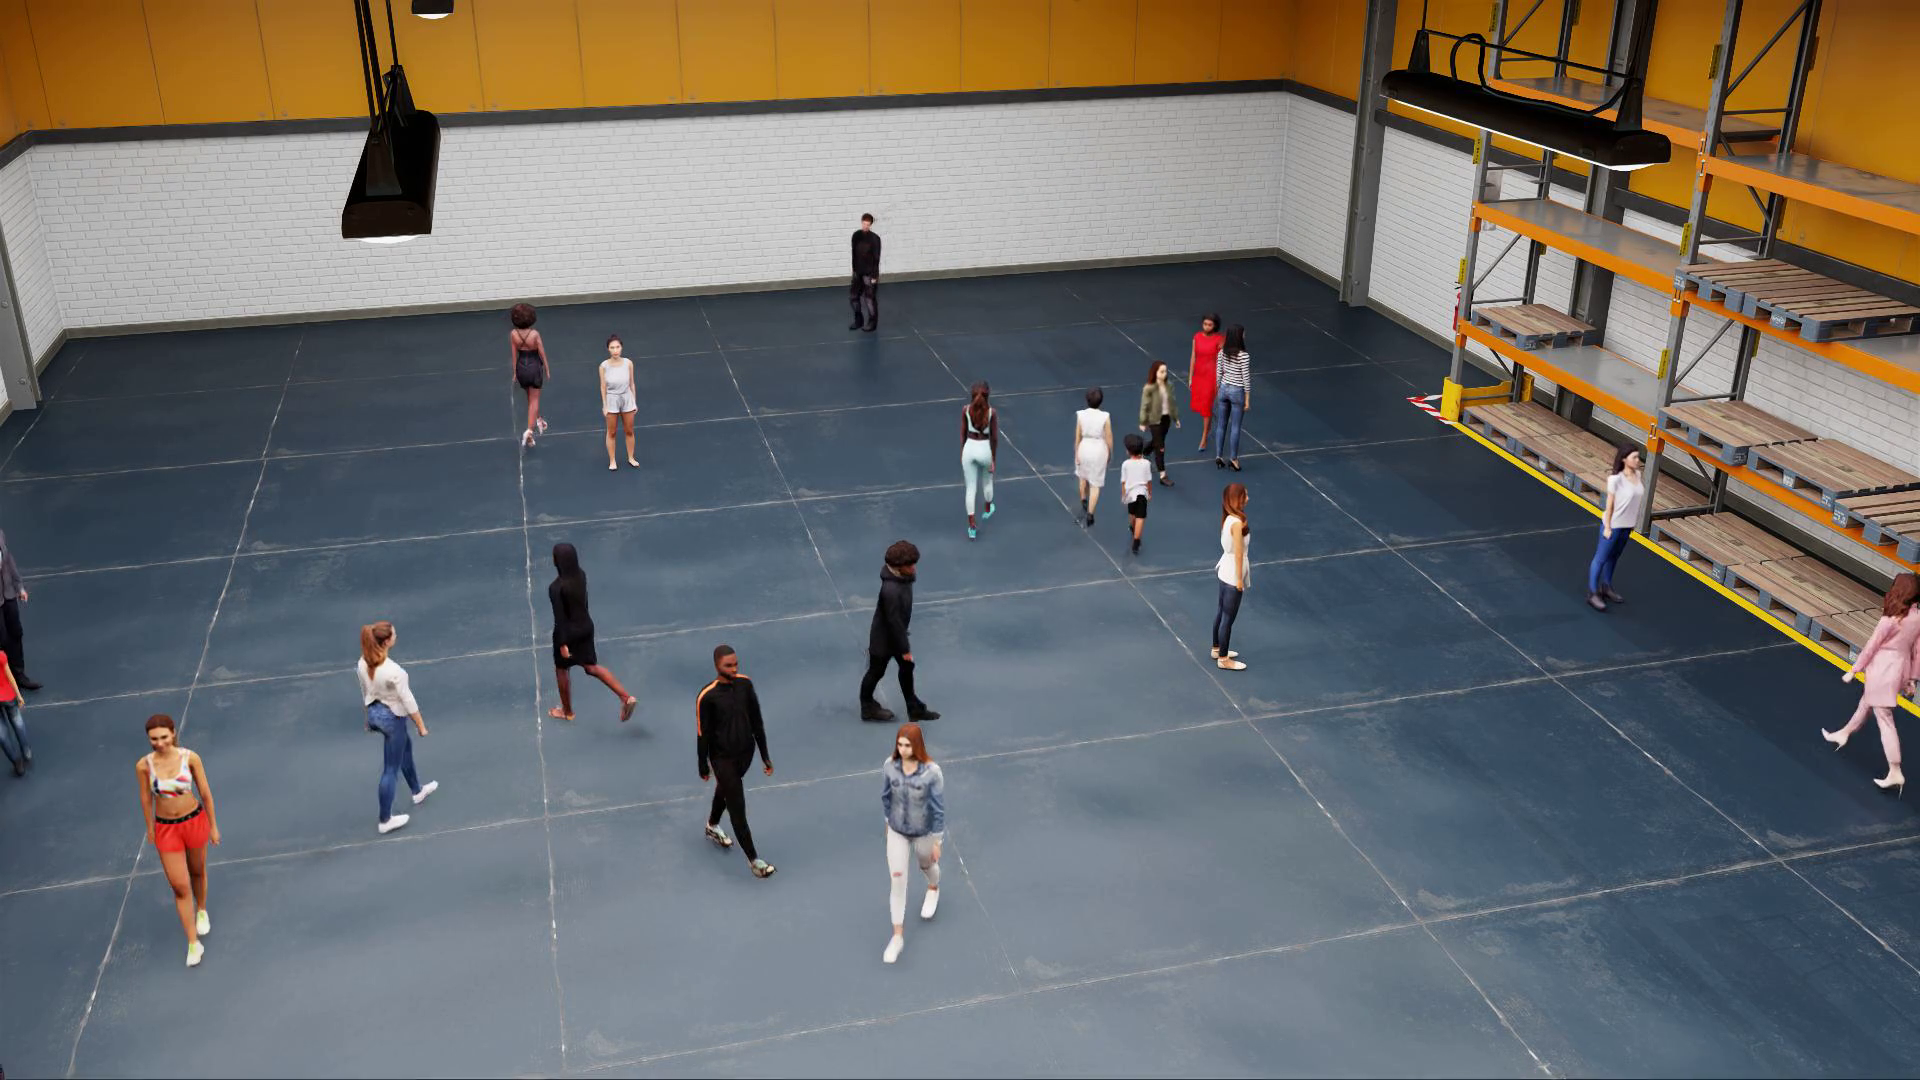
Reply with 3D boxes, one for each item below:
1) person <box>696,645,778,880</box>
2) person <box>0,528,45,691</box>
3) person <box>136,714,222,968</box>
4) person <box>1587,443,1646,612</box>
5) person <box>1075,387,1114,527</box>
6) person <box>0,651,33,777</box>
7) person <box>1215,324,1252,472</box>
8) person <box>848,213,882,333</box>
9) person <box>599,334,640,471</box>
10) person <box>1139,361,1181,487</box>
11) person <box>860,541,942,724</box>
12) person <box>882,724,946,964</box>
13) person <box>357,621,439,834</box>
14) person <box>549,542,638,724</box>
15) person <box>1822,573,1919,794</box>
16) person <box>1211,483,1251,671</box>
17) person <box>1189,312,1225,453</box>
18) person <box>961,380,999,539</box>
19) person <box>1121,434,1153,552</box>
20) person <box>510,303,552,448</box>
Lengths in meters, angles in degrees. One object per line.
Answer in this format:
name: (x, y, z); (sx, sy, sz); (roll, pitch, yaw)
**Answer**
person: (-1.741, 1.566, 12.257); (1.013, 1.758, 1.261); (-21, 31, -40)
person: (-8.557, 0.507, 14.609); (0.955, 1.816, 0.923); (5, 24, 11)
person: (-5.326, 1.937, 11.394); (0.689, 1.769, 0.958); (-10, 25, -21)
person: (6.413, -0.141, 16.254); (0.661, 1.684, 0.633); (-15, 28, -30)
person: (1.440, -0.885, 18.145); (0.805, 1.532, 0.919); (7, 25, 16)
person: (-7.743, 1.321, 13.393); (0.592, 1.298, 0.674); (-14, 27, -28)
person: (3.209, -1.682, 19.640); (0.602, 1.796, 0.716); (20, 31, 38)
person: (-1.340, -4.011, 24.948); (0.844, 1.812, 0.939); (20, 30, 38)
person: (-4.055, -1.644, 19.788); (0.596, 1.607, 0.566); (-10, 26, -22)
person: (2.276, -1.397, 19.426); (0.789, 1.445, 1.070); (-14, 27, -30)
person: (-0.665, 0.794, 14.075); (0.964, 1.717, 0.992); (2, 24, 5)
person: (-0.284, 1.979, 11.437); (0.995, 1.659, 1.188); (7, 25, 16)
person: (-4.400, 1.444, 12.616); (0.955, 1.695, 0.990); (16, 28, 32)
person: (-3.173, 0.833, 14.019); (1.096, 1.691, 1.112); (9, 25, 20)
person: (7.399, 1.170, 13.175); (0.700, 1.748, 1.150); (-9, 25, -19)
person: (2.447, 0.314, 15.088); (0.683, 1.785, 0.523); (-2, 24, -4)
person: (3.041, -1.961, 20.359); (0.853, 1.732, 0.906); (14, 27, 28)
person: (0.178, -0.840, 17.854); (0.847, 1.684, 1.095); (3, 24, 6)
person: (1.877, -0.476, 17.595); (0.681, 1.224, 0.935); (2, 24, 5)
person: (-5.294, -1.979, 20.380); (0.880, 1.748, 1.185); (3, 24, 8)
